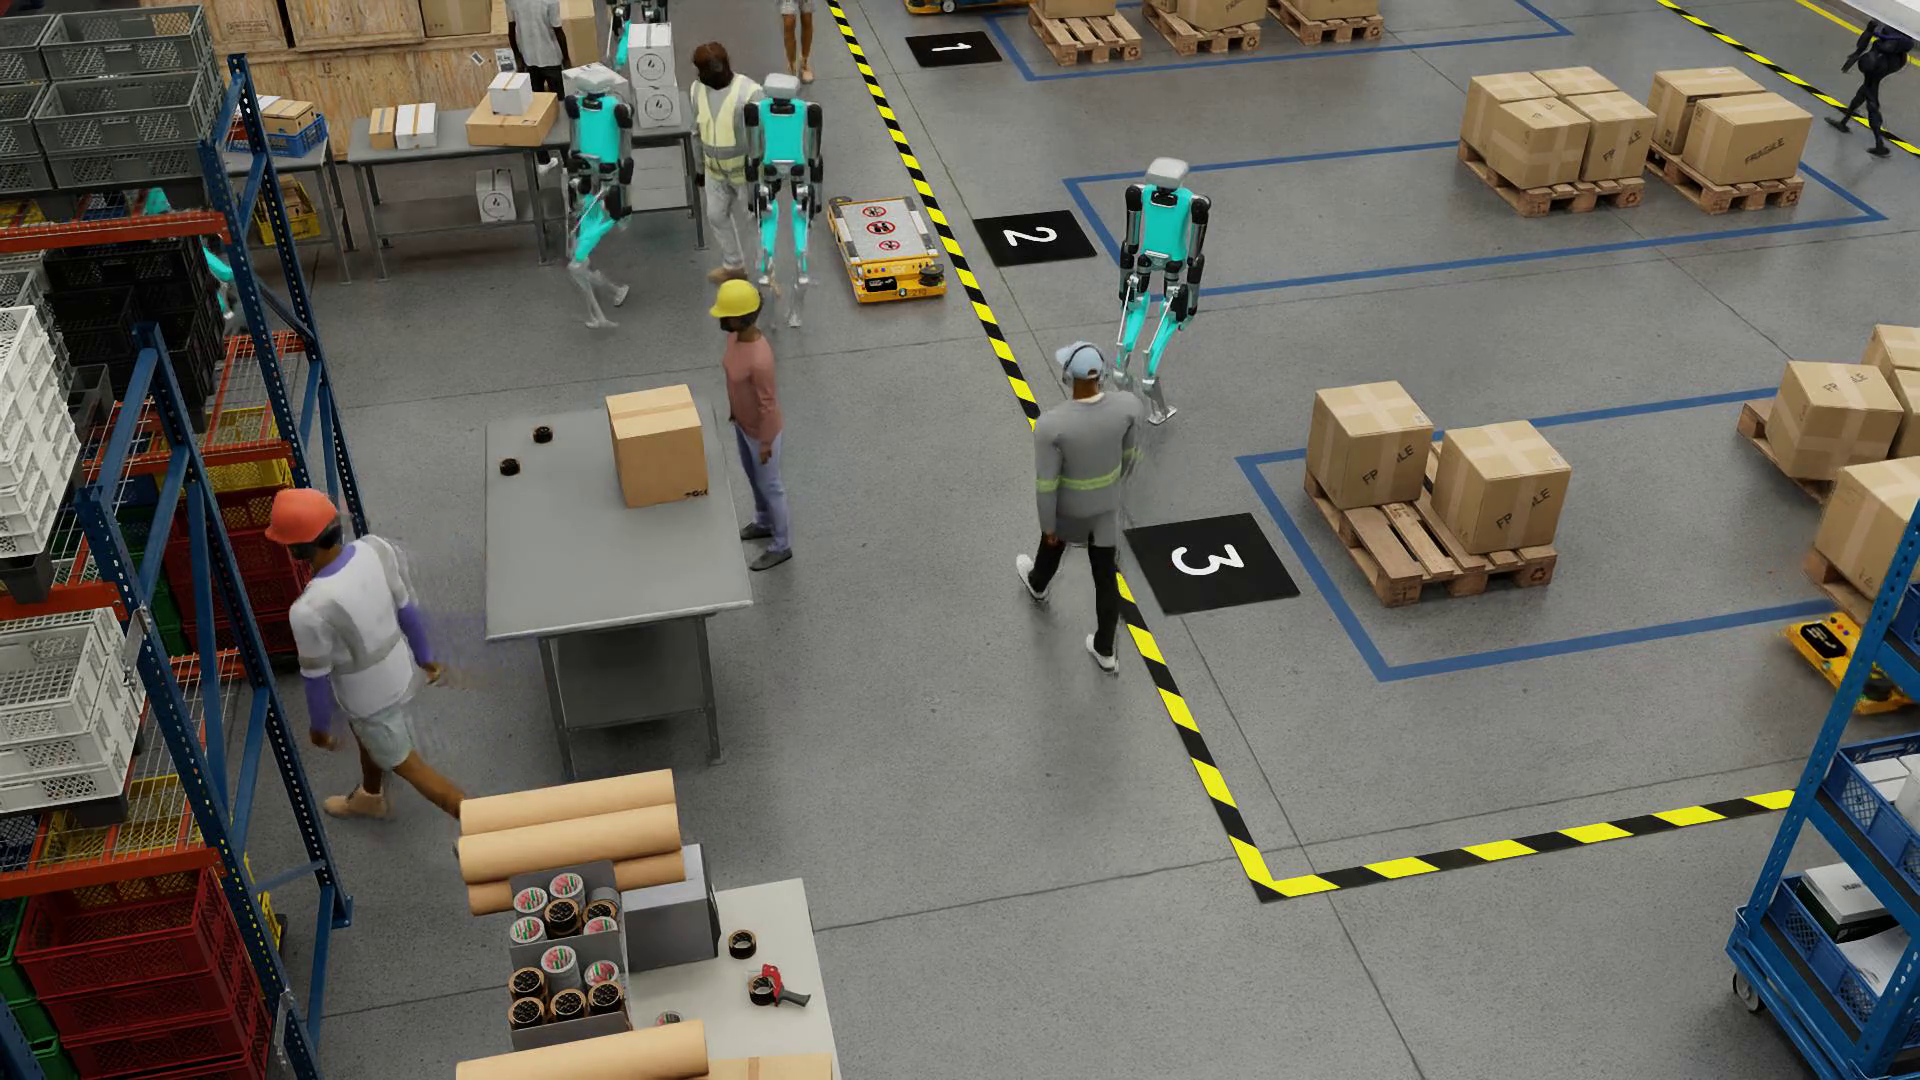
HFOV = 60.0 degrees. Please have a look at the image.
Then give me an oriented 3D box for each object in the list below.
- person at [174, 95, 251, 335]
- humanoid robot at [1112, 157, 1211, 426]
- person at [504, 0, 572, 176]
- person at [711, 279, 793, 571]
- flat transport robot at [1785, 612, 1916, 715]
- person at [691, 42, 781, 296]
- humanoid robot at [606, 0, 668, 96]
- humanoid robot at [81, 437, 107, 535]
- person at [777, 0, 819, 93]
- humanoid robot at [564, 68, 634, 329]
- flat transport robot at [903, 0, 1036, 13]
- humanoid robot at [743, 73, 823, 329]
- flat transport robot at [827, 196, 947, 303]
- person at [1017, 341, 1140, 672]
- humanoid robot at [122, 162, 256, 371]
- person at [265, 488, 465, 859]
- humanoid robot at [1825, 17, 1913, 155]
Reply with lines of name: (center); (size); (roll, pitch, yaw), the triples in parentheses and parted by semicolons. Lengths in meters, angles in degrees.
person: (-5.029, -2.079, 11.079); (0.937, 1.775, 0.587); (22, 42, 26)
humanoid robot: (1.140, -1.433, 10.133); (0.533, 1.681, 0.735); (17, 40, 21)
person: (-3.345, -3.833, 13.365); (0.531, 1.868, 0.309); (11, 38, 15)
person: (-1.149, -0.636, 9.155); (0.320, 1.766, 0.531); (-17, 40, -21)
flat transport robot: (5.225, 0.538, 8.807); (1.431, 0.197, 0.652); (-8, 37, -10)
person: (-1.594, -2.616, 11.771); (0.668, 1.824, 0.430); (16, 39, 20)
humanoid robot: (-2.756, -4.276, 14.106); (0.544, 1.813, 0.770); (2, 37, 3)
humanoid robot: (-4.780, -0.688, 9.334); (0.729, 1.642, 0.608); (-7, 37, -10)
person: (-1.432, -5.014, 14.821); (0.633, 2.026, 0.726); (-8, 37, -10)
humanoid robot: (-2.583, -2.239, 11.345); (0.537, 1.739, 0.920); (17, 40, 21)
flat transport robot: (0.125, -5.688, 17.175); (1.431, 0.197, 0.652); (-8, 37, -10)
humanoid robot: (-1.184, -2.209, 11.289); (0.547, 1.792, 0.677); (-2, 37, -2)
flat transport robot: (-0.570, -2.220, 12.538); (0.659, 0.231, 1.431); (-8, 37, -10)
person: (0.616, -0.247, 8.602); (0.596, 1.799, 0.974); (-11, 38, -14)
humanoid robot: (-4.939, -1.904, 10.834); (0.680, 1.750, 0.547); (10, 38, 13)
person: (-2.533, 0.617, 7.288); (1.010, 1.991, 0.600); (8, 37, 11)
humanoid robot: (7.740, -4.092, 13.923); (0.585, 1.639, 0.792); (-14, 39, -19)
